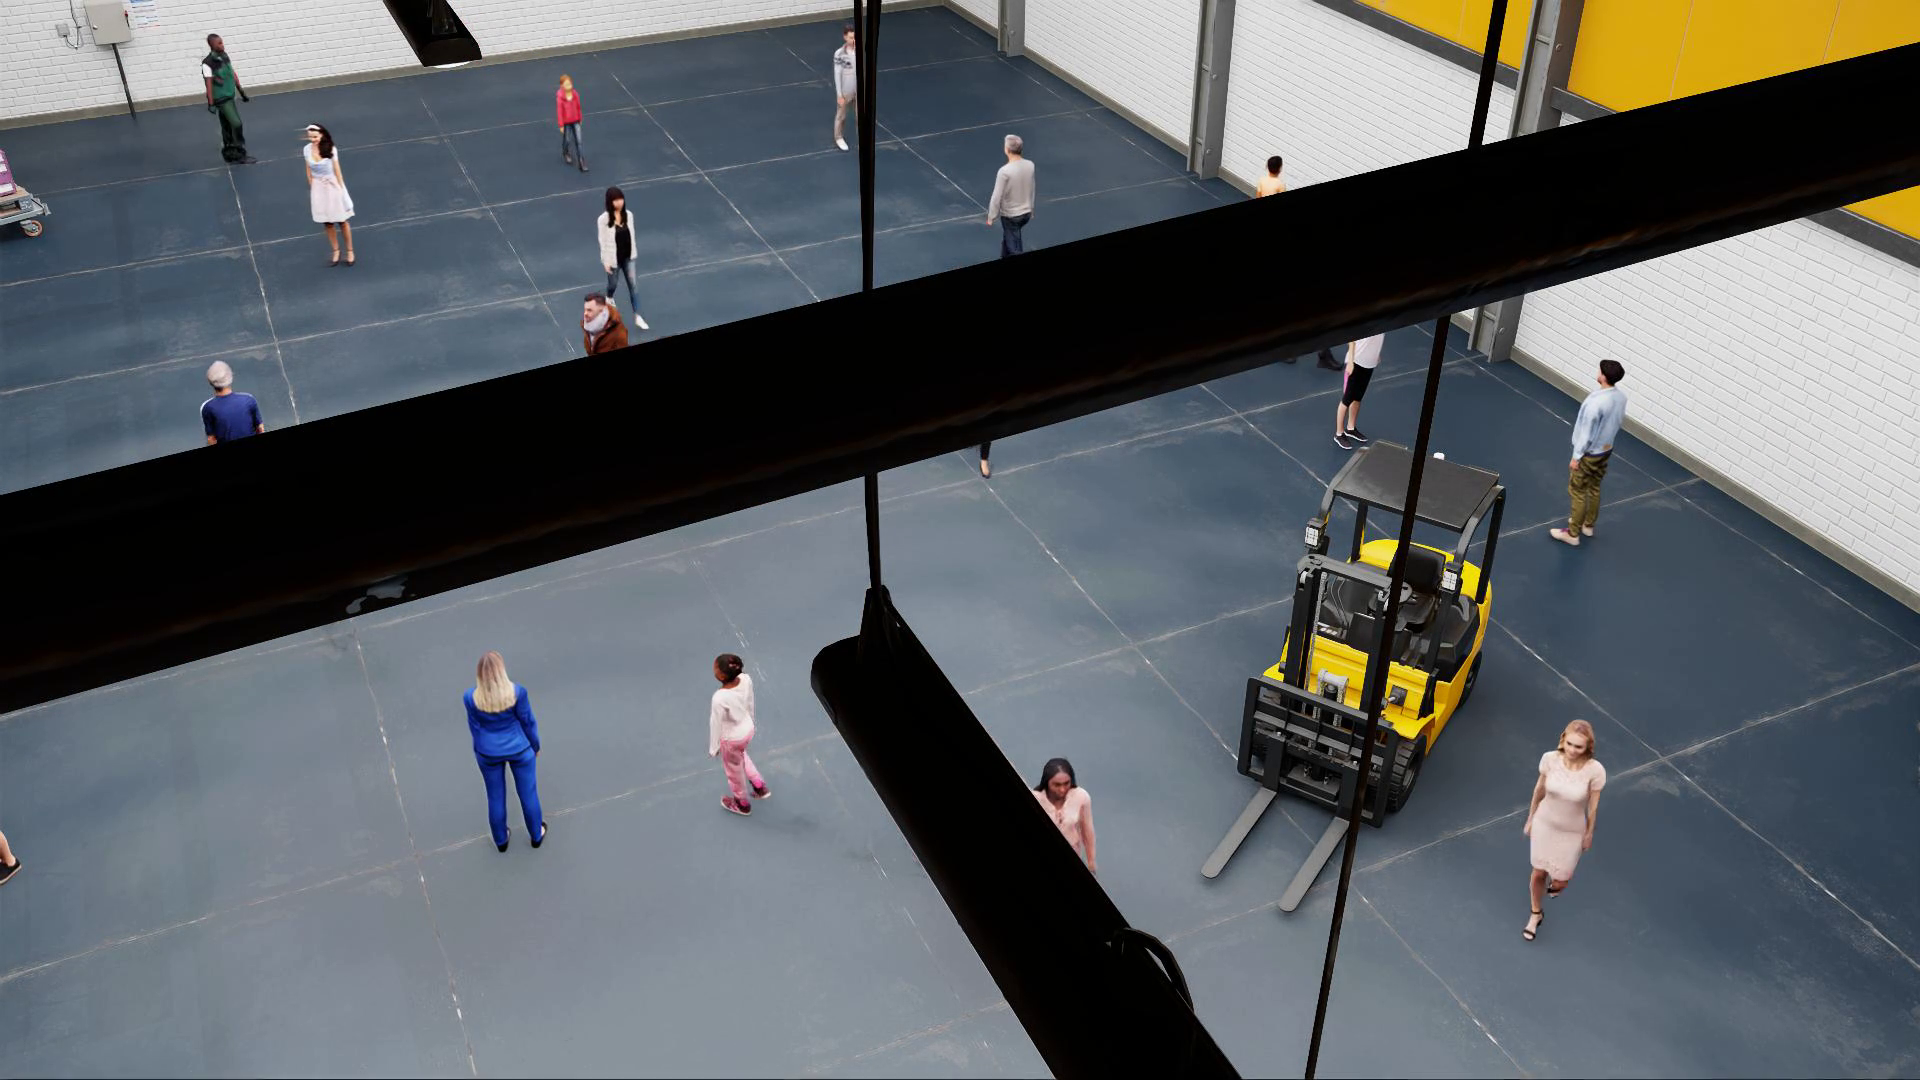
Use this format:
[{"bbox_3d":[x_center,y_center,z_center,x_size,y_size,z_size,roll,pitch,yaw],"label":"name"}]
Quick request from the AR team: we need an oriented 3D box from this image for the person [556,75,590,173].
[{"bbox_3d":[-5.414,-5.770,22.958,0.592,1.288,0.945,-20,38,-27],"label":"person"}]

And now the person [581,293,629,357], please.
[{"bbox_3d":[-3.332,-1.594,16.222,1.175,1.791,1.172,16,37,22],"label":"person"}]

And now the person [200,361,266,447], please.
[{"bbox_3d":[-6.401,-0.682,14.834,0.703,1.808,0.762,-19,38,-26],"label":"person"}]

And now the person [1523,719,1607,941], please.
[{"bbox_3d":[3.988,1.866,10.992,0.825,1.817,0.847,21,39,28],"label":"person"}]

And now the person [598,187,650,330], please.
[{"bbox_3d":[-3.902,-3.219,18.834,0.702,1.605,1.094,-19,38,-27],"label":"person"}]

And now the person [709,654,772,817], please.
[{"bbox_3d":[-1.567,1.414,12.017,0.737,1.436,0.682,17,37,23],"label":"person"}]

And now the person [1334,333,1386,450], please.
[{"bbox_3d":[3.973,-1.772,16.492,0.640,1.787,0.575,-22,39,-29],"label":"person"}]

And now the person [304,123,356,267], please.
[{"bbox_3d":[-7.615,-4.165,20.077,0.811,1.805,0.854,0,34,0],"label":"person"}]

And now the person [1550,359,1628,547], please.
[{"bbox_3d":[5.710,-0.795,15.003,0.722,1.810,0.632,-22,40,-30],"label":"person"}]

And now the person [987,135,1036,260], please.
[{"bbox_3d":[0.693,-3.731,19.364,1.326,1.871,1.039,28,42,35],"label":"person"}]

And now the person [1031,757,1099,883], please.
[{"bbox_3d":[0.595,2.035,10.854,0.733,1.689,1.014,-9,35,-14],"label":"person"}]

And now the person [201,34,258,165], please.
[{"bbox_3d":[-10.239,-6.074,22.945,0.939,1.810,0.895,3,34,5],"label":"person"}]

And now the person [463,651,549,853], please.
[{"bbox_3d":[-3.189,1.486,11.670,0.663,1.699,0.627,-5,34,-8],"label":"person"}]

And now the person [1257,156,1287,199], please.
[{"bbox_3d":[3.719,-3.897,19.995,0.551,1.450,0.659,22,39,29],"label":"person"}]

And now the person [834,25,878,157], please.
[{"bbox_3d":[-1.570,-6.306,23.288,0.778,1.815,1.185,-18,38,-25],"label":"person"}]
